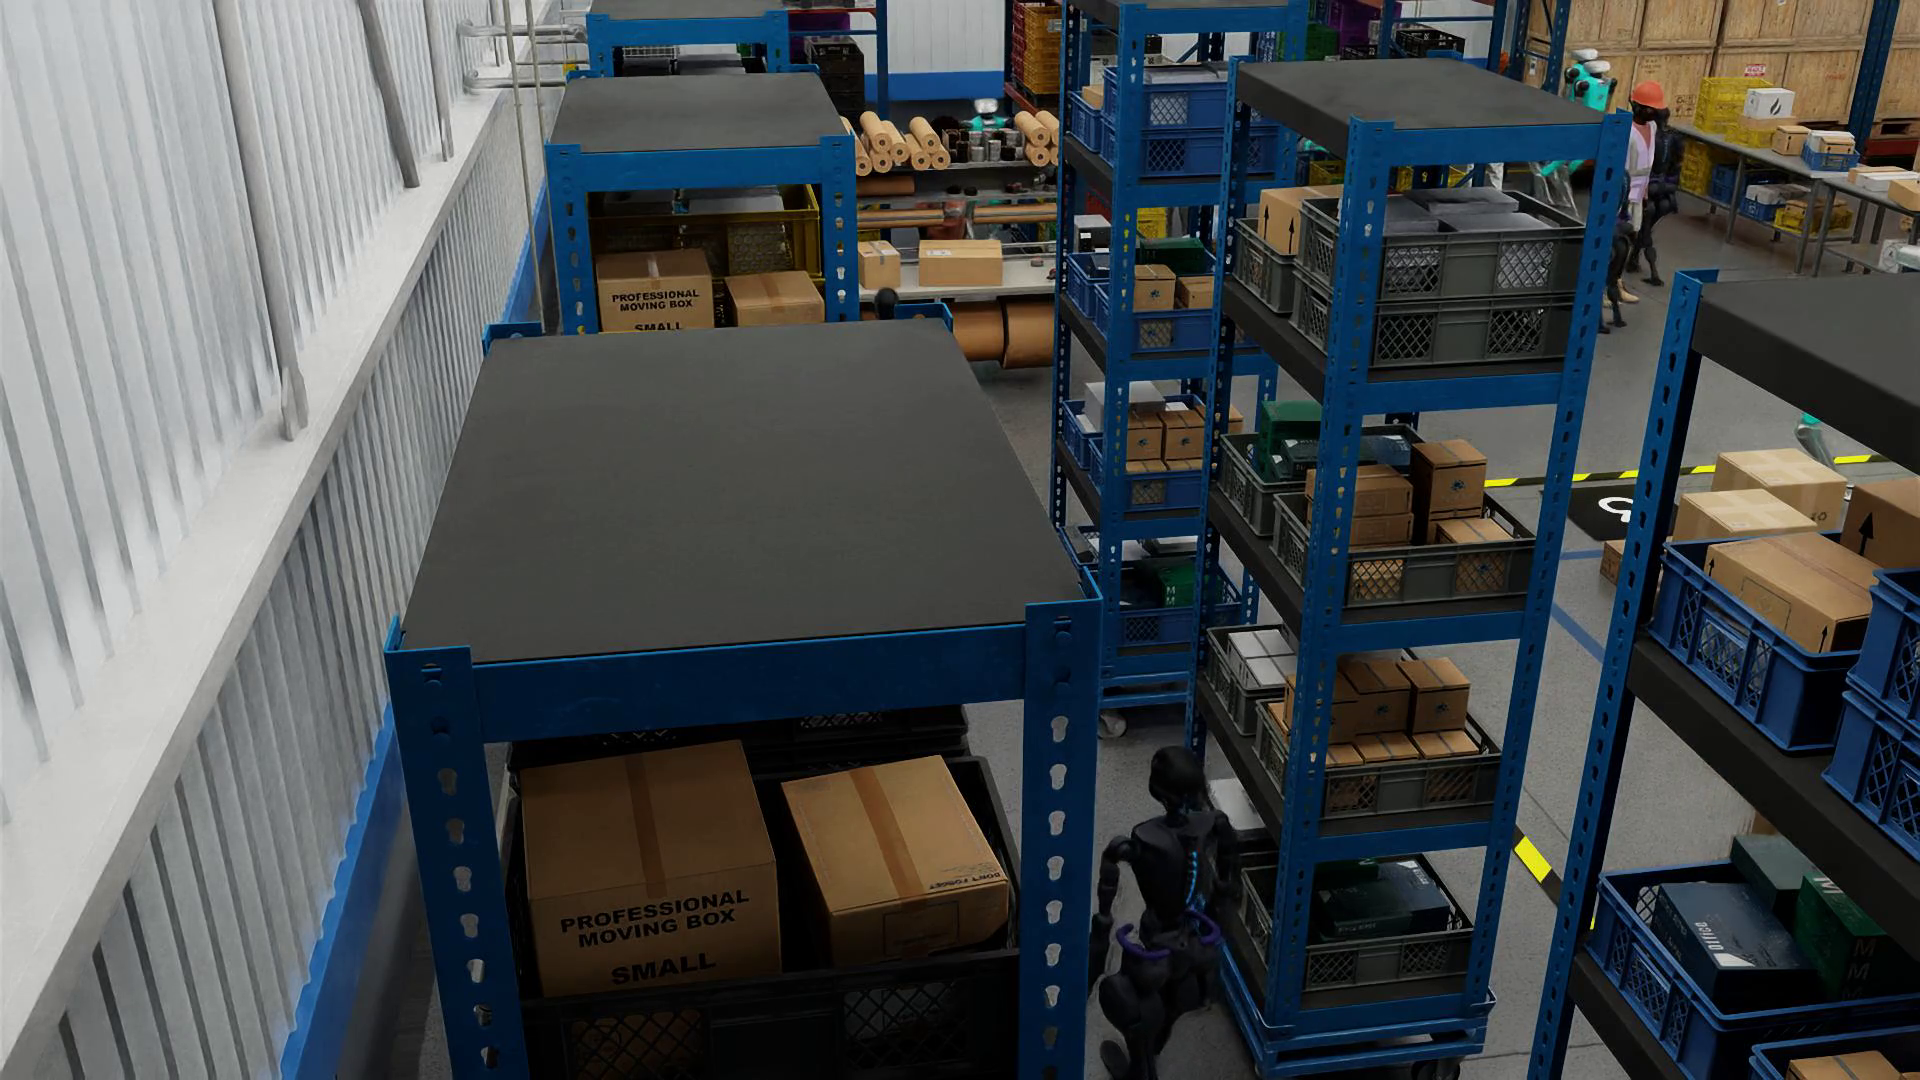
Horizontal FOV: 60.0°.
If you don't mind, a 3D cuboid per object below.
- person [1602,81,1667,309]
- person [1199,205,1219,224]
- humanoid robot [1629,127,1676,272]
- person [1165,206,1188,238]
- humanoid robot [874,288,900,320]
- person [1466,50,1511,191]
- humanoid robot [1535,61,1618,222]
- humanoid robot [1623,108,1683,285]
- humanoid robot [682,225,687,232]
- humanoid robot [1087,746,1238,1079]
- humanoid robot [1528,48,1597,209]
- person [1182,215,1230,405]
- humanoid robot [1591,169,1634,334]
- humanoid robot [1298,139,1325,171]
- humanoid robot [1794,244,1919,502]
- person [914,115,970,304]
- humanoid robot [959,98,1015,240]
[{"bbox_3d":[5.998,-3.079,14.894,0.611,2.030,0.402,-20,32,-37],"label":"person"},{"bbox_3d":[2.415,-3.393,15.792,0.431,1.845,0.622,-8,26,-17],"label":"person"},{"bbox_3d":[6.586,-3.429,16.056,0.592,1.648,0.329,14,28,29],"label":"humanoid robot"},{"bbox_3d":[2.089,-3.551,16.157,0.587,1.823,0.403,18,30,34],"label":"person"},{"bbox_3d":[-0.406,-0.788,10.356,0.612,1.624,0.722,-4,25,-8],"label":"humanoid robot"},{"bbox_3d":[5.523,-4.149,17.384,0.585,1.882,0.342,4,25,9],"label":"person"},{"bbox_3d":[6.520,-4.258,17.847,0.530,1.800,0.797,-11,27,-23],"label":"humanoid robot"},{"bbox_3d":[6.537,-3.276,15.766,0.602,1.630,0.668,-6,25,-12],"label":"humanoid robot"},{"bbox_3d":[-2.674,-4.003,17.355,0.608,1.640,0.448,3,25,6],"label":"humanoid robot"},{"bbox_3d":[0.627,1.408,5.601,0.597,1.628,0.752,-13,28,-25],"label":"humanoid robot"},{"bbox_3d":[6.608,-4.560,18.403,0.543,1.759,0.679,-16,29,-31],"label":"humanoid robot"},{"bbox_3d":[1.641,-1.261,11.145,0.396,1.850,0.597,-3,25,-6],"label":"person"},{"bbox_3d":[5.565,-2.582,14.235,0.601,1.643,0.361,-18,30,-33],"label":"humanoid robot"},{"bbox_3d":[3.923,-4.549,18.436,0.864,1.774,0.594,-19,31,-35],"label":"humanoid robot"},{"bbox_3d":[5.774,-1.102,10.782,0.735,1.672,0.533,14,28,28],"label":"humanoid robot"},{"bbox_3d":[-0.130,-2.516,13.739,0.368,1.966,0.602,20,31,36],"label":"person"},{"bbox_3d":[0.197,-3.349,15.833,0.539,1.762,0.833,-6,25,-13],"label":"humanoid robot"}]
